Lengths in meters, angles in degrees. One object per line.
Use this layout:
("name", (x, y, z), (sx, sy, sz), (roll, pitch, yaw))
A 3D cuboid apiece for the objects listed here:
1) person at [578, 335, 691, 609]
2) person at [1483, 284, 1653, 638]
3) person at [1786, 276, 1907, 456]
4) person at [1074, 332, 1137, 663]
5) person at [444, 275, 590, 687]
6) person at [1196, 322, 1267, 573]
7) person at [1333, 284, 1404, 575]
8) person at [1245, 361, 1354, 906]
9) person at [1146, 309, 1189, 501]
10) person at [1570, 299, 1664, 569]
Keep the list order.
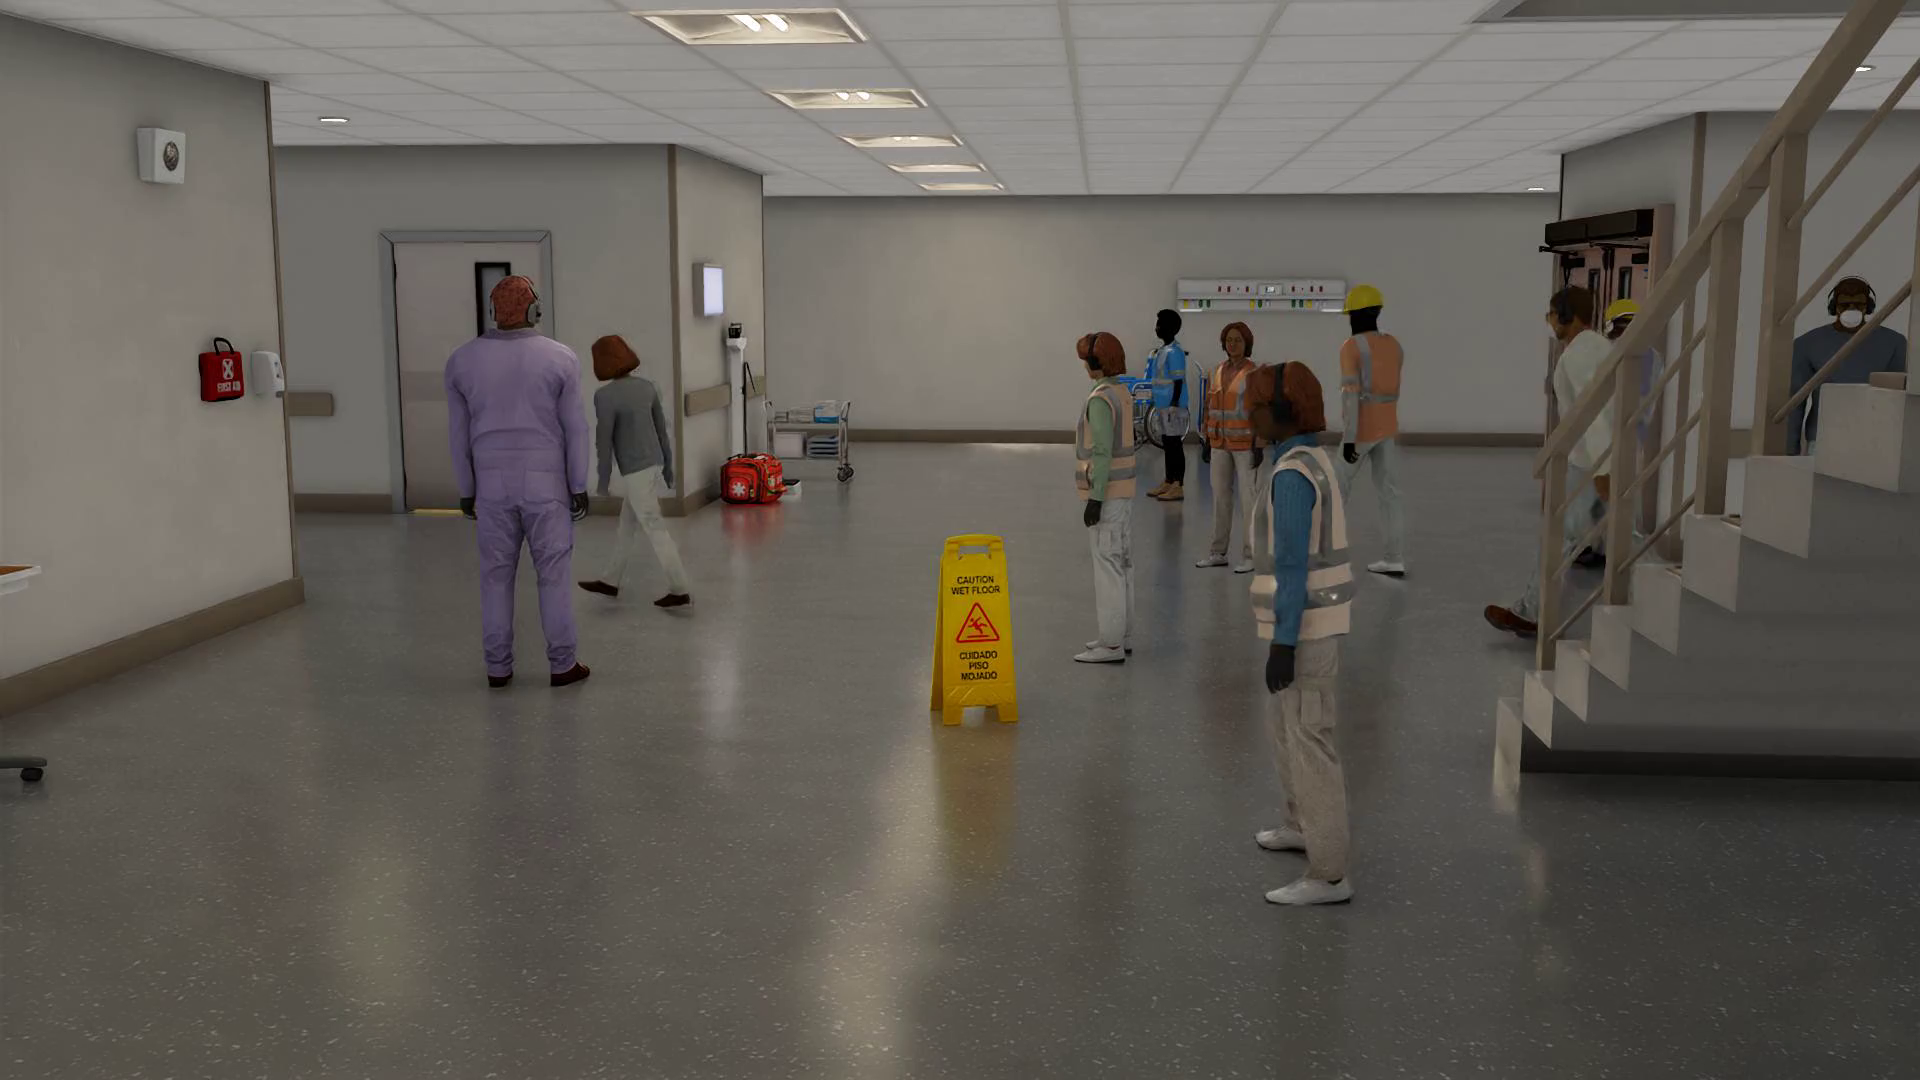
("person", (-1.922, -0.391, 9.649), (0.820, 1.579, 0.502), (3, 9, 21))
("person", (3.218, -0.377, 8.615), (1.006, 1.862, 0.633), (7, 11, 40))
("person", (5.066, -0.542, 9.551), (0.636, 1.928, 0.386), (3, 9, 18))
("person", (0.722, -0.208, 8.243), (0.311, 1.637, 0.523), (3, 9, 17))
("person", (-2.022, -0.263, 7.709), (0.639, 1.908, 0.409), (0, 8, 0))
("person", (1.807, -0.610, 10.951), (0.307, 1.645, 0.520), (-8, 11, -42))
("person", (2.623, -0.733, 10.980), (0.614, 1.873, 0.955), (-6, 10, -34))
("person", (1.029, 0.269, 5.060), (0.367, 1.620, 0.661), (2, 9, 13))
("person", (1.854, -1.192, 14.730), (0.322, 1.696, 0.536), (-1, 8, -7))
("person", (4.321, -0.701, 11.069), (0.671, 1.792, 0.472), (-2, 9, -16))
